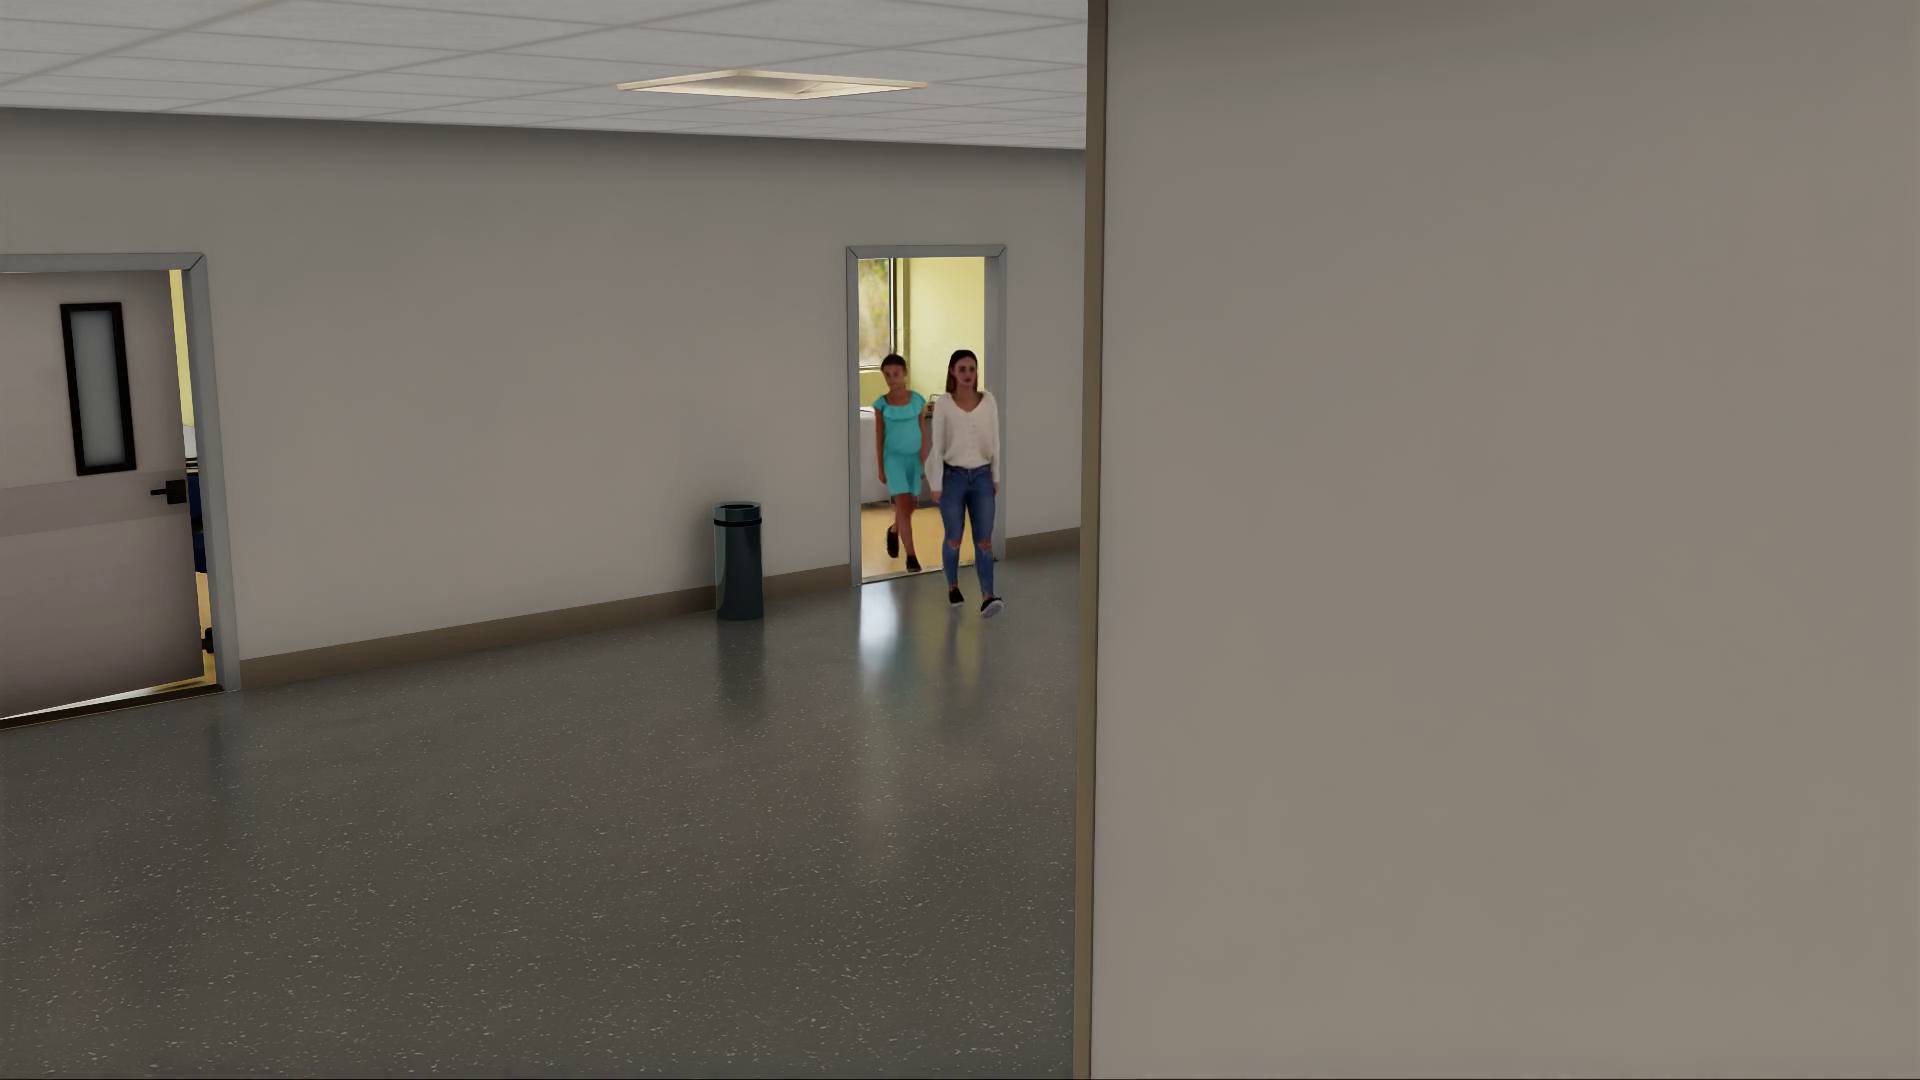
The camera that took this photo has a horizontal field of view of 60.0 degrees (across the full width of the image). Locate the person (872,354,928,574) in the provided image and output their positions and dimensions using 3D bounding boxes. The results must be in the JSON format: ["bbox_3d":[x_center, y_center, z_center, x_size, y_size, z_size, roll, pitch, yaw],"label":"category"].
[{"bbox_3d":[-0.418,-0.553,11.930,1.044,1.527,0.893,-3,11,-17],"label":"person"}]

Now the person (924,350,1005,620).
[{"bbox_3d":[0.002,-0.343,10.494,1.113,1.651,1.020,-3,11,-14],"label":"person"}]
